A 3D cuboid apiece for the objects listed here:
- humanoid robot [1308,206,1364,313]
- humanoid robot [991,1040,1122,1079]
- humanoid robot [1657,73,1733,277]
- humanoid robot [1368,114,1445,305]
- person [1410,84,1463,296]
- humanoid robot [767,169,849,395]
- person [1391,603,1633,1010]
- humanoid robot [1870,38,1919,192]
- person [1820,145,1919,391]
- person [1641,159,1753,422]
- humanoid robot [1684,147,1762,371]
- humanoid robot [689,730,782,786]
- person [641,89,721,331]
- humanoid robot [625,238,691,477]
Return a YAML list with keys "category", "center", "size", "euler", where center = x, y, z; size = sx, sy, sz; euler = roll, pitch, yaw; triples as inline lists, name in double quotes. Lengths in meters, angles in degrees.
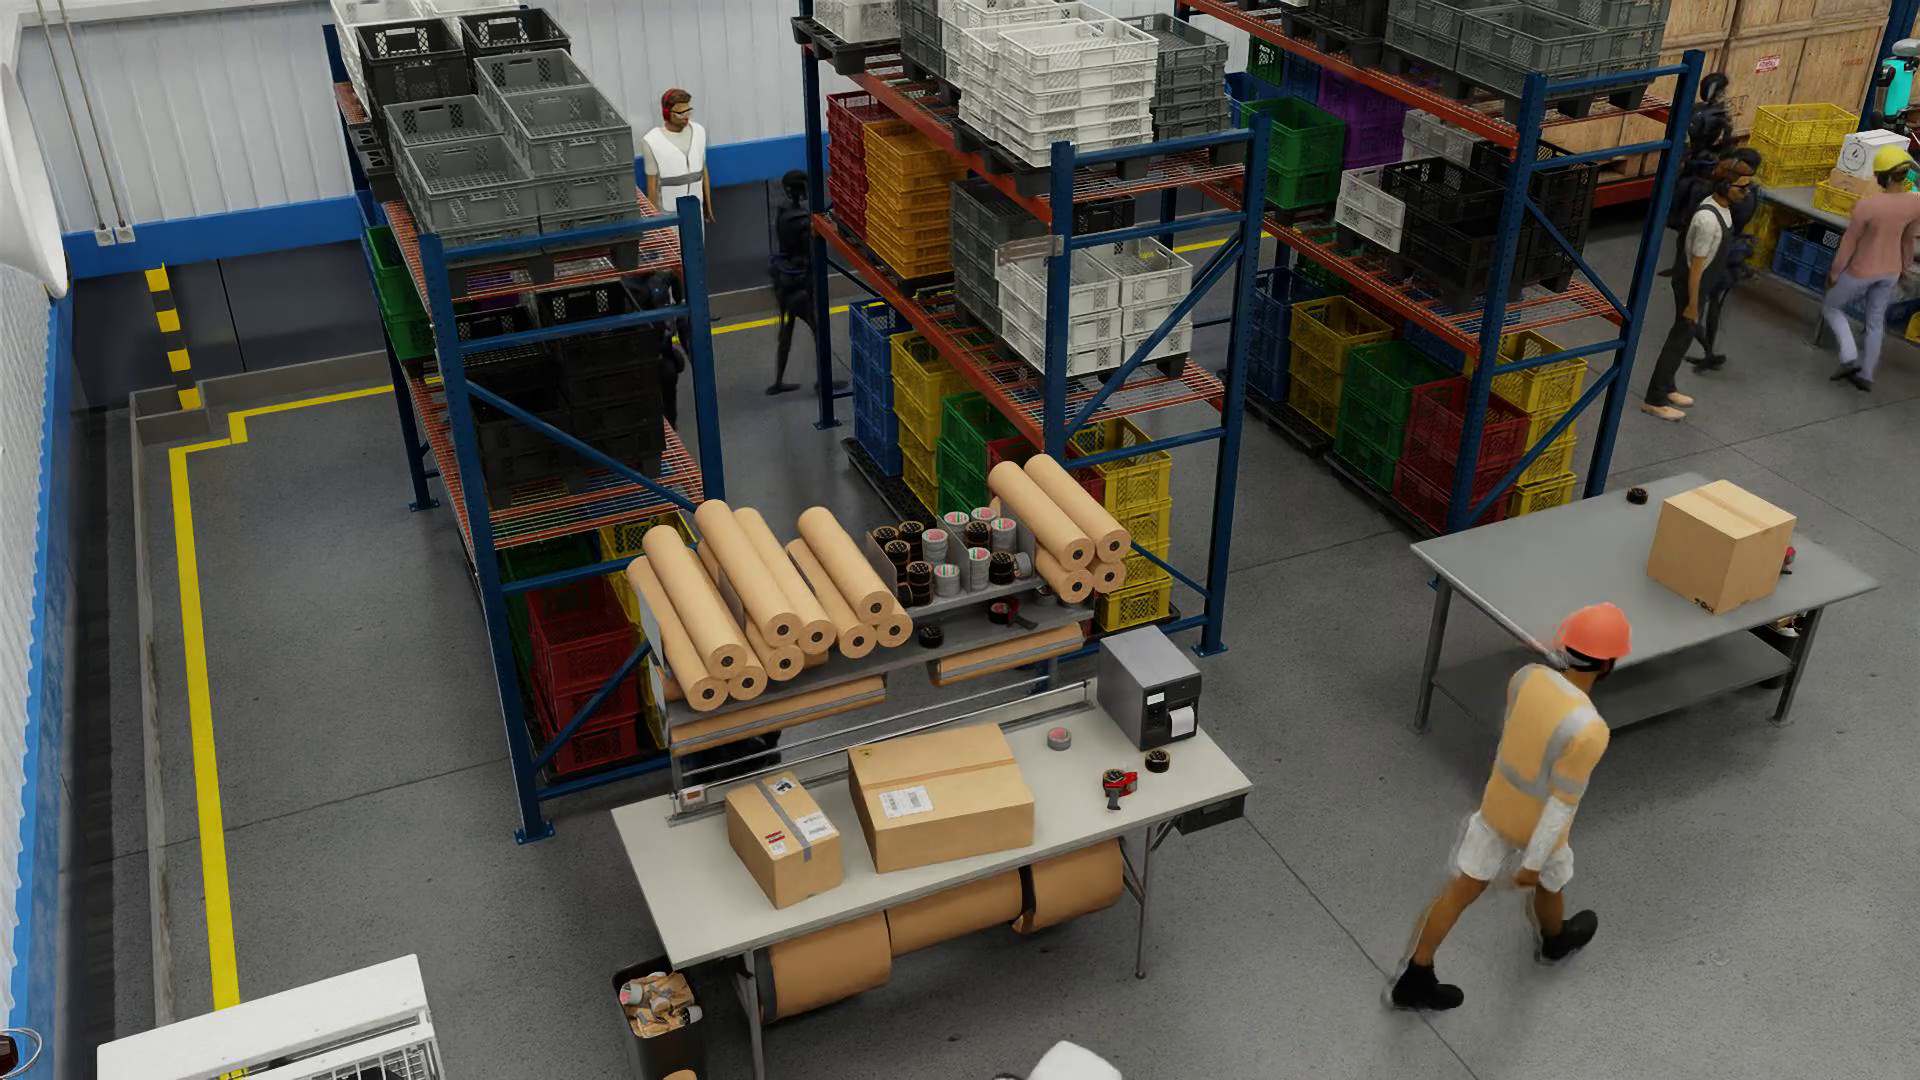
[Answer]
- category: "humanoid robot"
  center: [2.909, -2.486, 12.626]
  size: [0.689, 1.822, 0.546]
  euler: [10, 33, 15]
- category: "humanoid robot"
  center: [0.172, 2.332, 4.795]
  size: [0.542, 1.764, 0.886]
  euler: [14, 34, 21]
- category: "humanoid robot"
  center: [6.009, -2.942, 13.416]
  size: [0.520, 1.645, 0.600]
  euler: [-11, 33, -17]
- category: "humanoid robot"
  center: [3.243, -2.520, 12.653]
  size: [0.550, 1.778, 0.749]
  euler: [-14, 34, -21]
- category: "person"
  center: [3.506, -2.553, 12.638]
  size: [0.525, 1.835, 0.653]
  euler: [1, 32, 1]
- category: "humanoid robot"
  center: [-1.102, -1.786, 11.541]
  size: [0.583, 1.639, 0.615]
  euler: [-14, 34, -21]
- category: "person"
  center: [2.276, 1.092, 6.696]
  size: [1.073, 1.848, 0.546]
  euler: [-13, 34, -20]
- category: "humanoid robot"
  center: [7.809, -3.239, 13.708]
  size: [0.533, 1.671, 0.735]
  euler: [-24, 39, -33]
- category: "person"
  center: [6.347, -1.879, 11.619]
  size: [0.622, 1.732, 0.436]
  euler: [-5, 32, -9]
- category: "person"
  center: [4.970, -1.683, 11.216]
  size: [0.334, 1.837, 0.507]
  euler: [17, 35, 25]
- category: "humanoid robot"
  center: [5.451, -1.975, 11.822]
  size: [0.381, 1.651, 0.593]
  euler: [25, 39, 34]
- category: "humanoid robot"
  center: [-1.054, 0.840, 7.327]
  size: [0.600, 1.627, 0.799]
  euler: [23, 39, 33]
- category: "person"
  center: [-2.110, -2.495, 12.530]
  size: [0.390, 1.836, 0.562]
  euler: [27, 41, 36]
- category: "humanoid robot"
  center: [-1.901, -1.133, 10.469]
  size: [0.334, 1.649, 0.598]
  euler: [24, 39, 34]
